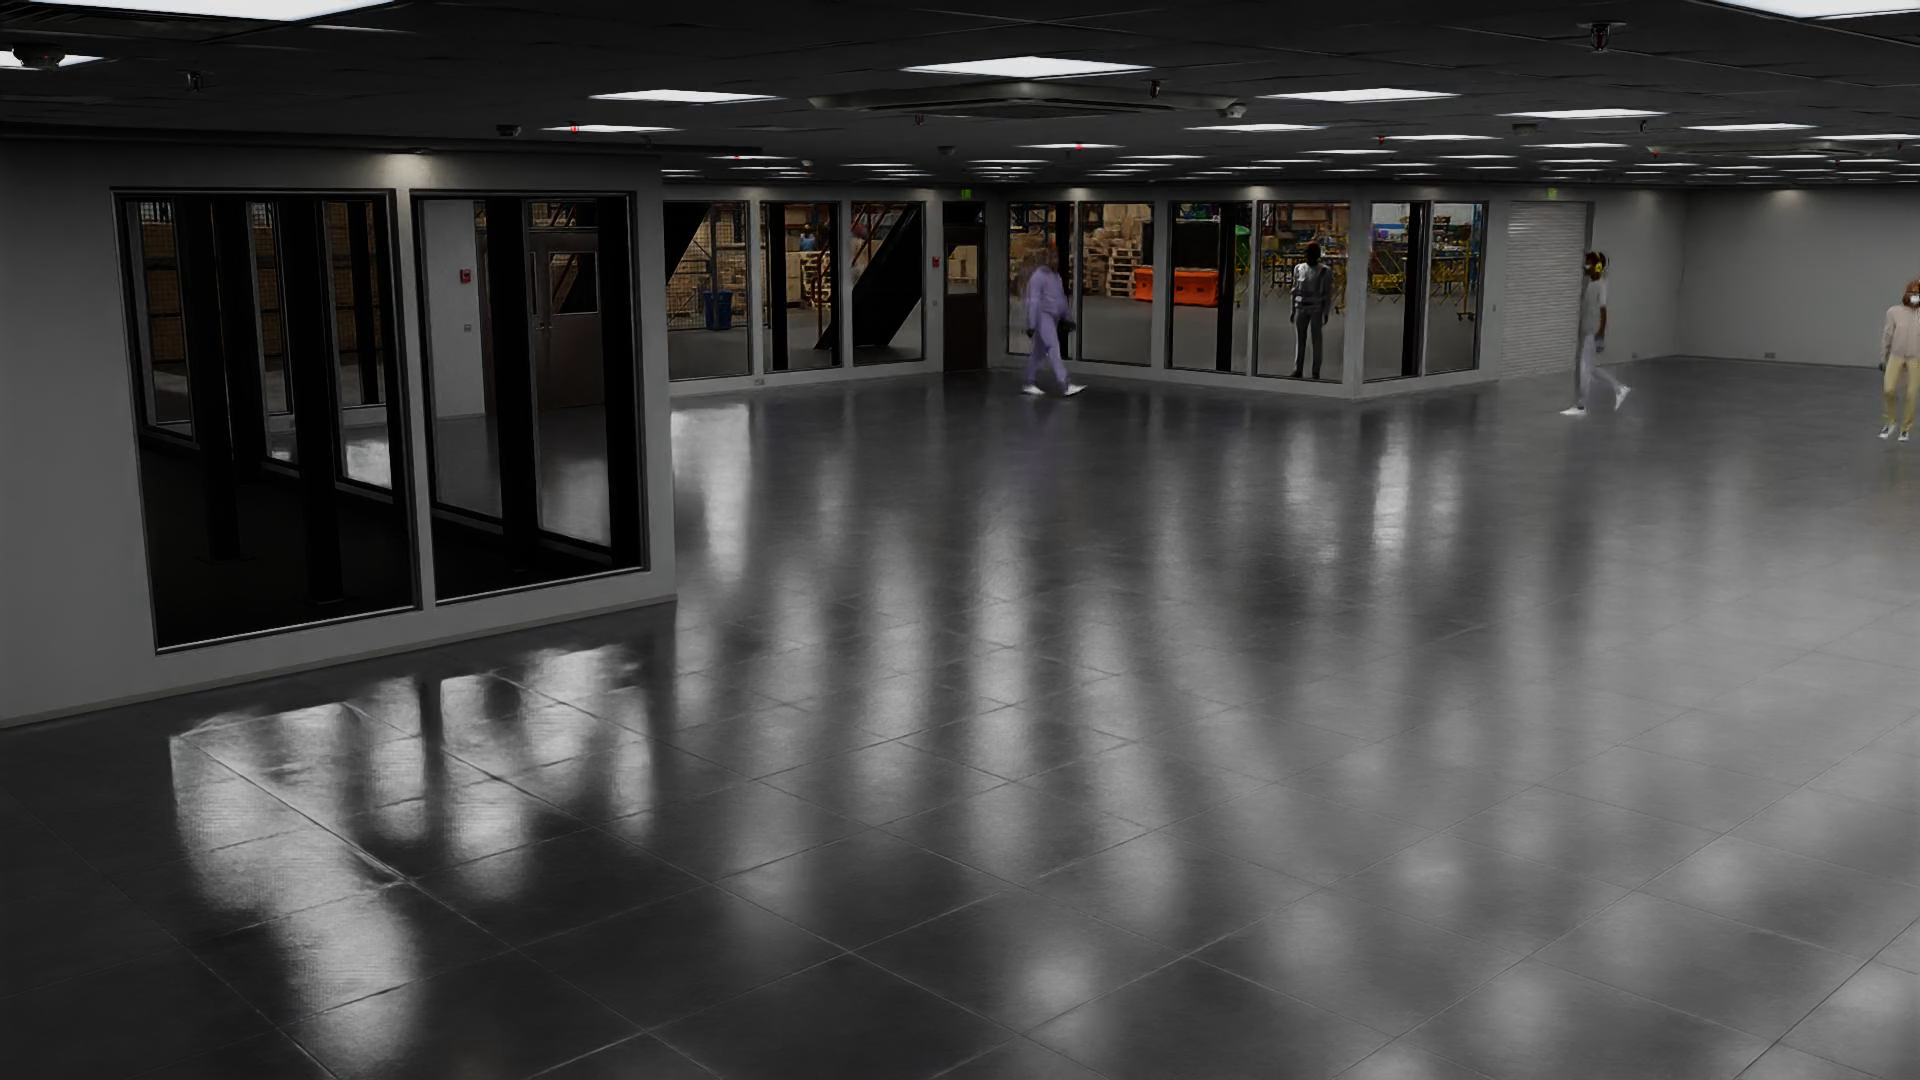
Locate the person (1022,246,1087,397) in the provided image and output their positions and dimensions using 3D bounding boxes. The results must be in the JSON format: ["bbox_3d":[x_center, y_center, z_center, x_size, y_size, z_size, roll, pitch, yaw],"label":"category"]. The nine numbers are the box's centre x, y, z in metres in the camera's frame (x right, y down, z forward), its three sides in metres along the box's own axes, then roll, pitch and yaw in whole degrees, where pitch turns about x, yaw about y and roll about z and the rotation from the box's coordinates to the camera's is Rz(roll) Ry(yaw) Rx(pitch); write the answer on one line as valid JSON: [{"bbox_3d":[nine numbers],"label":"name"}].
[{"bbox_3d":[1.166,-2.697,20.609,0.965,1.856,0.642,5,12,24],"label":"person"}]

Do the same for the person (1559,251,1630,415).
[{"bbox_3d":[7.197,-2.311,18.694,0.708,1.855,0.521,1,11,5],"label":"person"}]

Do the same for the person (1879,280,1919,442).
[{"bbox_3d":[9.456,-1.780,16.589,0.517,1.614,0.477,8,14,36],"label":"person"}]
